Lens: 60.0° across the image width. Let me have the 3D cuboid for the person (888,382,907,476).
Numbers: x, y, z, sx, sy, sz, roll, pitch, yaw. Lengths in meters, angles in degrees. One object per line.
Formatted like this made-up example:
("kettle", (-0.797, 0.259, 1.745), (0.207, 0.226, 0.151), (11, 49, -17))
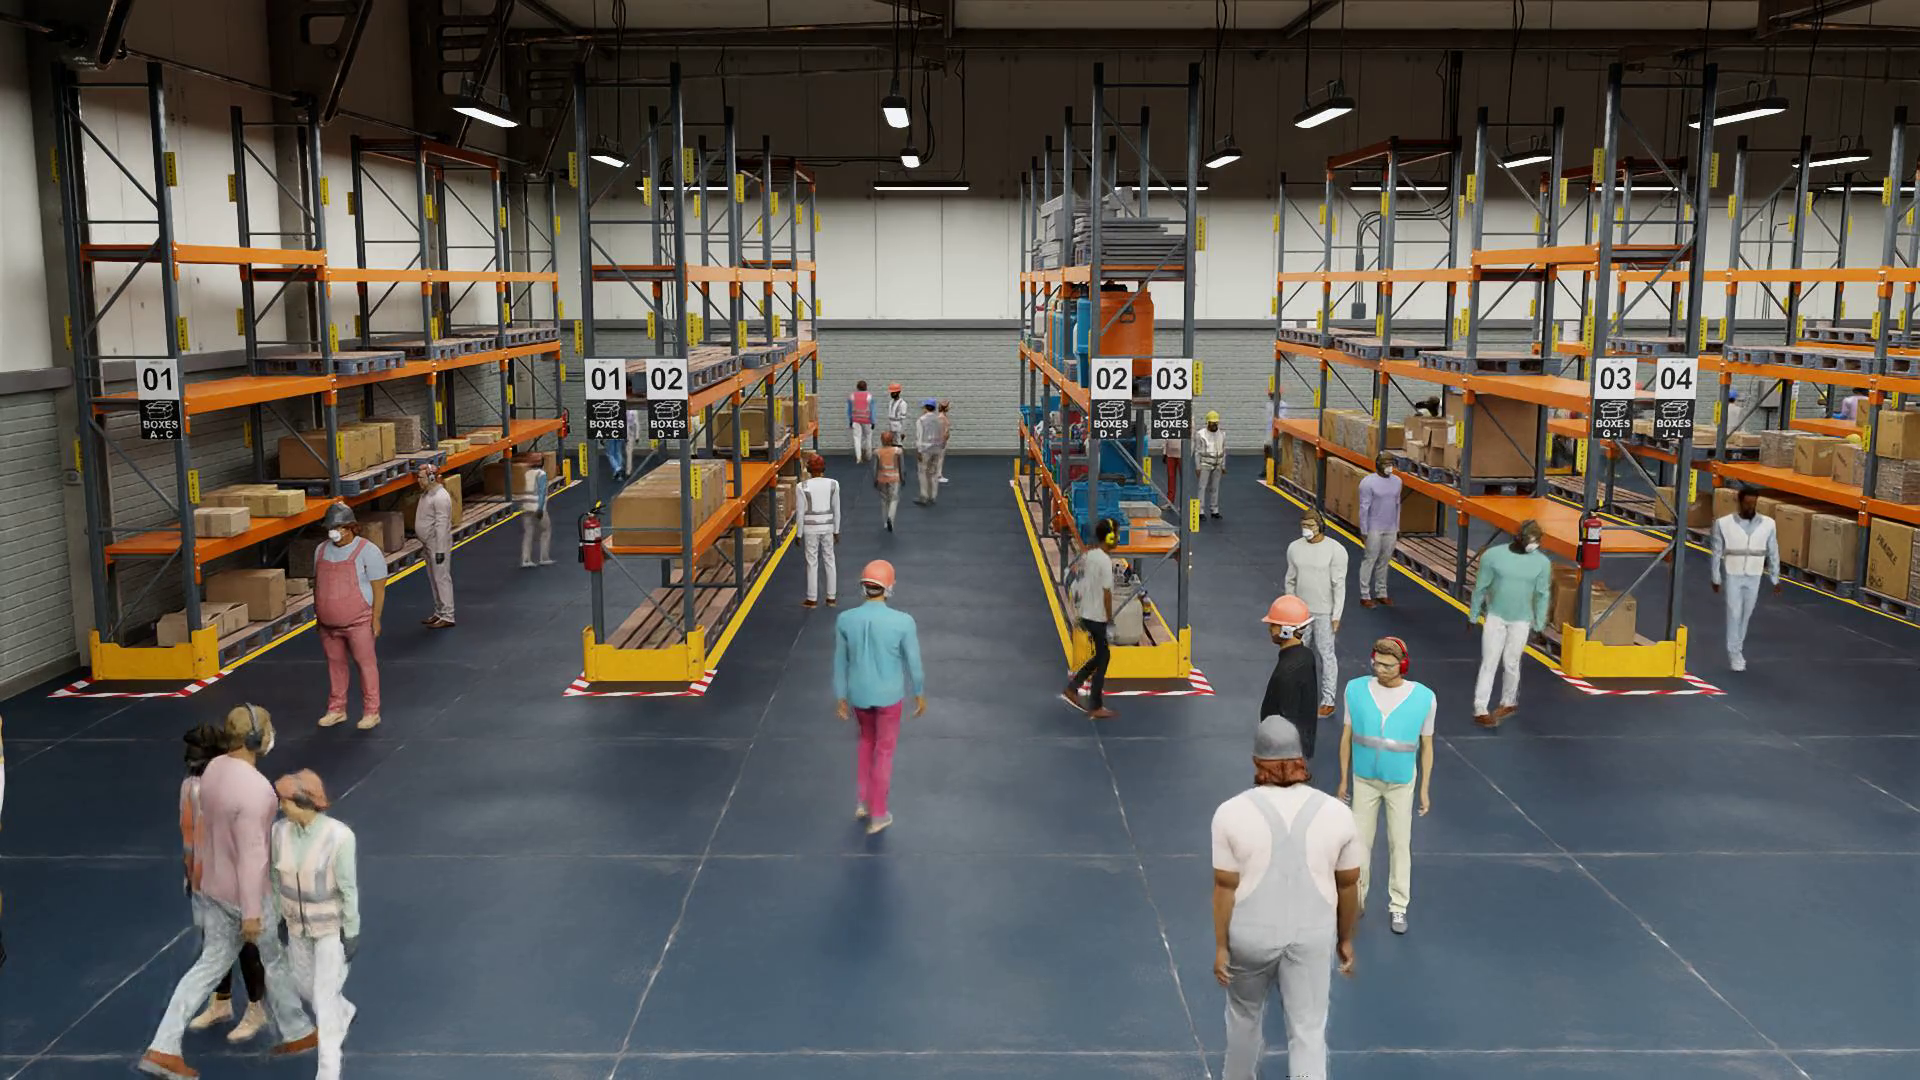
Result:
("person", (-1.311, -2.262, 34.068), (0.387, 1.929, 0.549), (-5, 10, -31))

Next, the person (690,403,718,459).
("person", (-4.423, -1.518, 29.044), (0.622, 1.997, 0.371), (-4, 10, -27))

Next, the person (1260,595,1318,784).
("person", (2.098, 1.339, 10.679), (0.377, 1.995, 0.612), (3, 9, 20))

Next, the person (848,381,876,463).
("person", (-2.153, -2.620, 36.767), (0.630, 1.791, 0.955), (0, 9, 3))

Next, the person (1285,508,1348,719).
("person", (3.248, 0.661, 15.256), (0.628, 1.933, 0.367), (8, 12, 43))

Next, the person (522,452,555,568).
("person", (-5.926, -0.415, 23.197), (0.534, 1.590, 0.602), (7, 11, 37))

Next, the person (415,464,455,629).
("person", (-6.071, 0.070, 19.172), (0.401, 1.900, 0.636), (-6, 11, -34))

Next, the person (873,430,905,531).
("person", (-1.149, -0.946, 26.577), (0.518, 1.615, 0.682), (1, 9, 9))

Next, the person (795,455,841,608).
("person", (-1.734, -0.103, 20.313), (0.572, 1.883, 0.354), (-4, 10, -24))

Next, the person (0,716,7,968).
("person", (-5.767, 1.543, 9.538), (0.545, 1.941, 0.350), (-1, 9, -5))

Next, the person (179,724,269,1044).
("person", (-3.884, 1.790, 8.731), (0.540, 1.695, 0.317), (5, 10, 28))

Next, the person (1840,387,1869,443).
("person", (18.238, -2.272, 33.847), (0.615, 2.015, 0.415), (3, 9, 21))

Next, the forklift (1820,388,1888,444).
("forklift", (20.072, -3.110, 36.462), (1.873, 2.768, 1.129), (0, 9, 0))

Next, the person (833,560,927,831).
("person", (-0.570, 1.117, 12.165), (0.621, 1.969, 0.601), (3, 9, 21))

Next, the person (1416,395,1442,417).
("person", (8.983, -1.885, 31.980), (0.644, 1.826, 0.571), (-5, 10, -27))

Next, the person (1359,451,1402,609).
("person", (5.128, -0.127, 20.287), (0.635, 1.937, 0.354), (-5, 10, -27))

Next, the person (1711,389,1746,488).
("person", (14.924, -1.973, 32.290), (0.643, 1.902, 0.955), (1, 9, 6))

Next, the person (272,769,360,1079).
("person", (-3.145, 1.905, 8.268), (0.541, 1.615, 0.681), (3, 9, 20))

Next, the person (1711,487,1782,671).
("person", (8.072, 0.406, 17.056), (0.606, 1.881, 0.920), (1, 9, 6))

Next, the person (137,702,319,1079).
("person", (-3.654, 1.757, 8.292), (0.645, 1.902, 0.953), (8, 12, 42))

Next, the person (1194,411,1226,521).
("person", (4.195, -1.241, 27.792), (0.586, 1.833, 0.403), (-4, 10, -22))

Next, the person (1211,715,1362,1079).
("person", (1.503, 1.783, 7.671), (0.698, 2.000, 0.865), (0, 9, 1))

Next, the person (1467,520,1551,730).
("person", (4.924, 0.744, 14.945), (0.698, 1.875, 0.677), (2, 9, 12))

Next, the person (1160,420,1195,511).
("person", (3.778, -1.493, 28.894), (0.612, 1.995, 0.379), (7, 11, 39))

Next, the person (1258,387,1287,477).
("person", (6.507, -2.244, 34.037), (0.905, 1.910, 0.539), (-7, 11, -37))

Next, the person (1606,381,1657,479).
("person", (13.573, -2.216, 33.582), (1.067, 1.992, 0.619), (0, 9, -1))

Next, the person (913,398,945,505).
("person", (-0.537, -1.589, 29.825), (0.655, 1.900, 0.501), (-6, 11, -35))

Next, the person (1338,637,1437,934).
("person", (2.616, 1.487, 10.226), (0.563, 1.838, 0.388), (4, 10, 22))

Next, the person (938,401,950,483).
("person", (-0.355, -1.956, 33.050), (0.318, 1.630, 0.513), (1, 9, 5))

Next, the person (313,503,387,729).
("person", (-5.480, 0.675, 14.805), (0.688, 2.000, 0.536), (2, 9, 14))

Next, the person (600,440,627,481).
("person", (-6.900, -2.100, 33.086), (0.610, 1.901, 0.471), (-6, 11, -35))

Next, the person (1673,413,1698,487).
("person", (13.865, -1.759, 31.808), (0.299, 1.626, 0.497), (-5, 10, -29))

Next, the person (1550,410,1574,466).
("person", (13.042, -2.433, 35.625), (0.626, 1.795, 0.975), (-3, 9, -16))

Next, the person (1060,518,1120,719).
("person", (1.237, 0.720, 15.141), (0.452, 1.845, 0.578), (-2, 9, -12))
